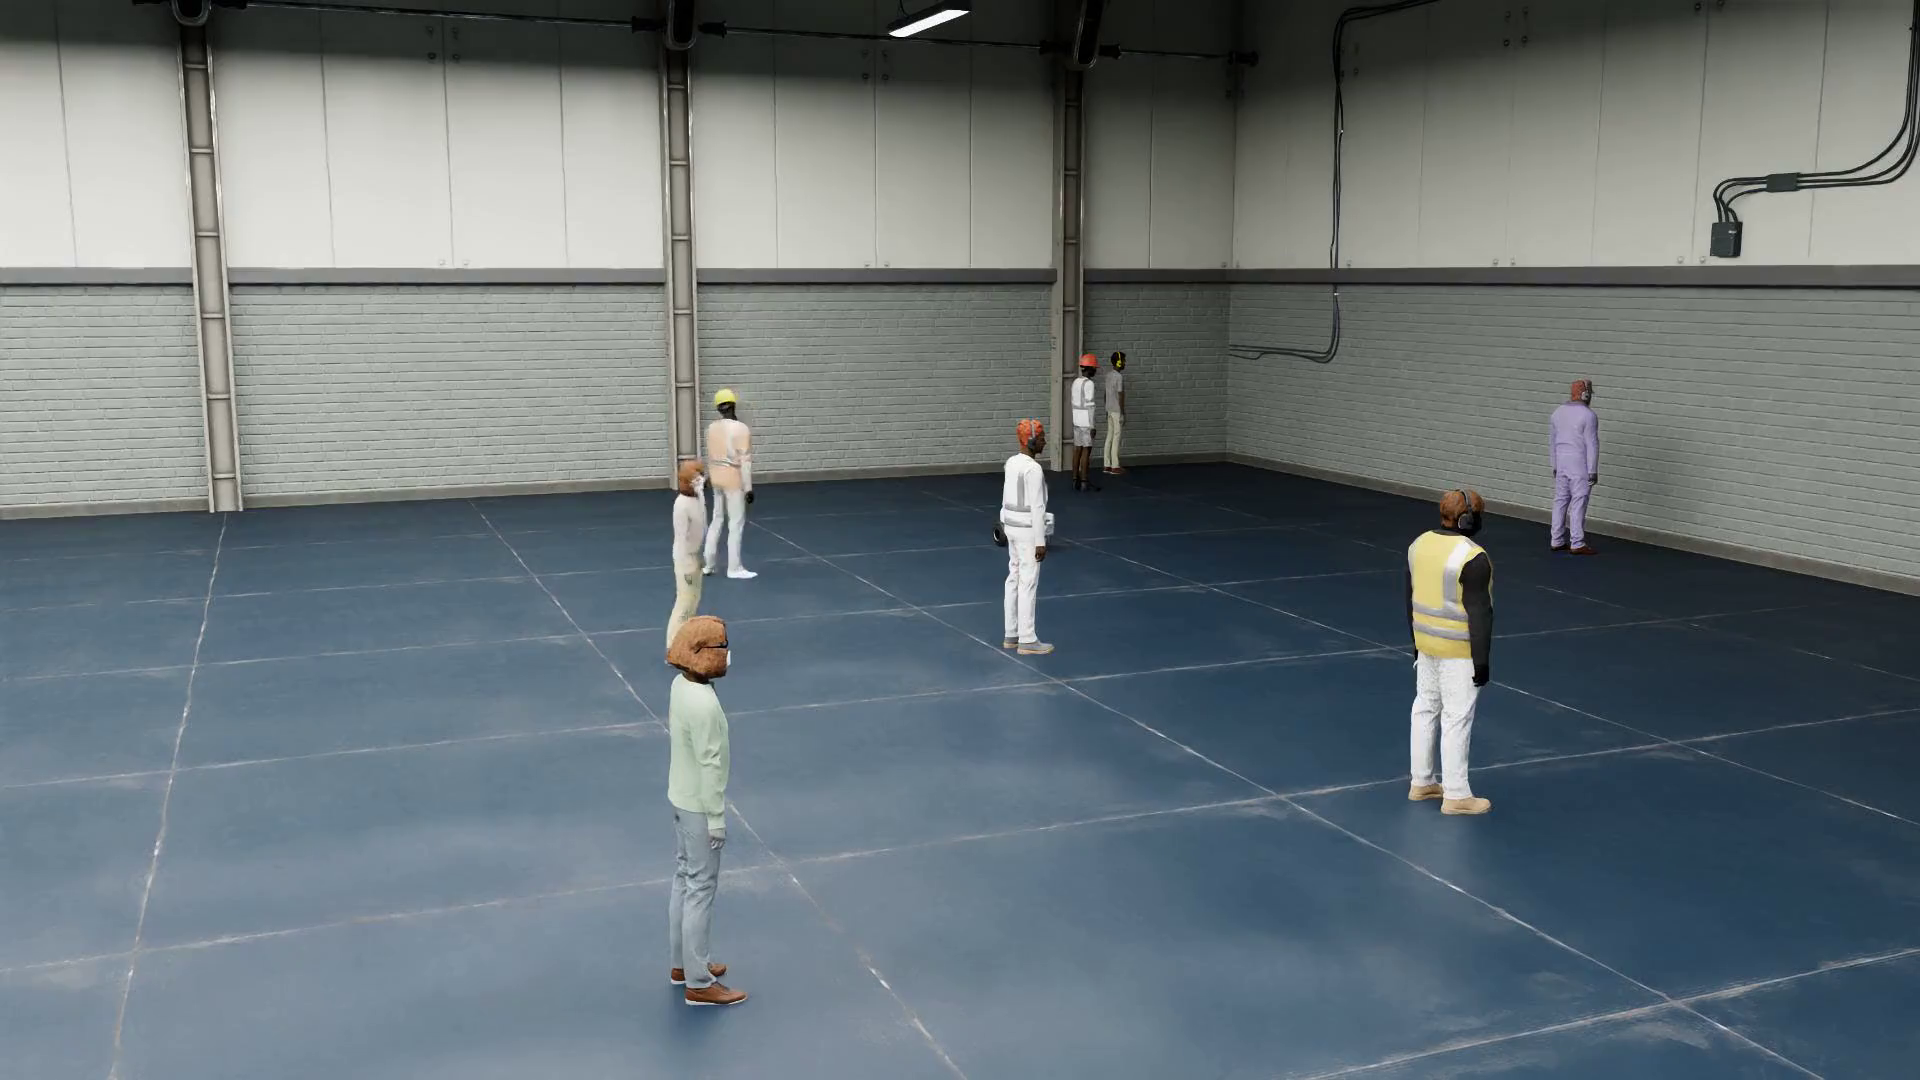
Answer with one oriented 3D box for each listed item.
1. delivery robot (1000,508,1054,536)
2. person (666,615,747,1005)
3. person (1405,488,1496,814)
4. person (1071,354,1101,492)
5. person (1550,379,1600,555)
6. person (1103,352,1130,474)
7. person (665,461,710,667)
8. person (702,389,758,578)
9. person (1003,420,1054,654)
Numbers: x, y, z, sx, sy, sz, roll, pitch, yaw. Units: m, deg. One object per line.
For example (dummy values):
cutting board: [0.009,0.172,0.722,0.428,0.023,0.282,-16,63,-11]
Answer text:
delivery robot: [0.746,-0.225,18.484,0.477,0.478,0.707,-5,10,-28]
person: [-1.082,1.118,6.973,0.266,1.631,0.507,-4,10,-22]
person: [2.797,0.621,9.440,0.429,1.841,0.634,-4,10,-22]
person: [1.783,-1.644,23.368,0.378,1.932,0.551,-4,10,-22]
person: [6.734,-0.798,18.150,0.403,1.906,0.652,-4,10,-22]
person: [2.388,-1.947,25.483,0.309,1.868,0.534,-4,10,-22]
person: [-2.103,0.178,12.987,0.356,1.604,0.587,1,9,9]
person: [-2.351,-0.546,16.642,0.649,1.897,0.489,8,12,41]
person: [0.534,-0.028,13.381,0.337,1.882,0.584,-4,10,-22]
